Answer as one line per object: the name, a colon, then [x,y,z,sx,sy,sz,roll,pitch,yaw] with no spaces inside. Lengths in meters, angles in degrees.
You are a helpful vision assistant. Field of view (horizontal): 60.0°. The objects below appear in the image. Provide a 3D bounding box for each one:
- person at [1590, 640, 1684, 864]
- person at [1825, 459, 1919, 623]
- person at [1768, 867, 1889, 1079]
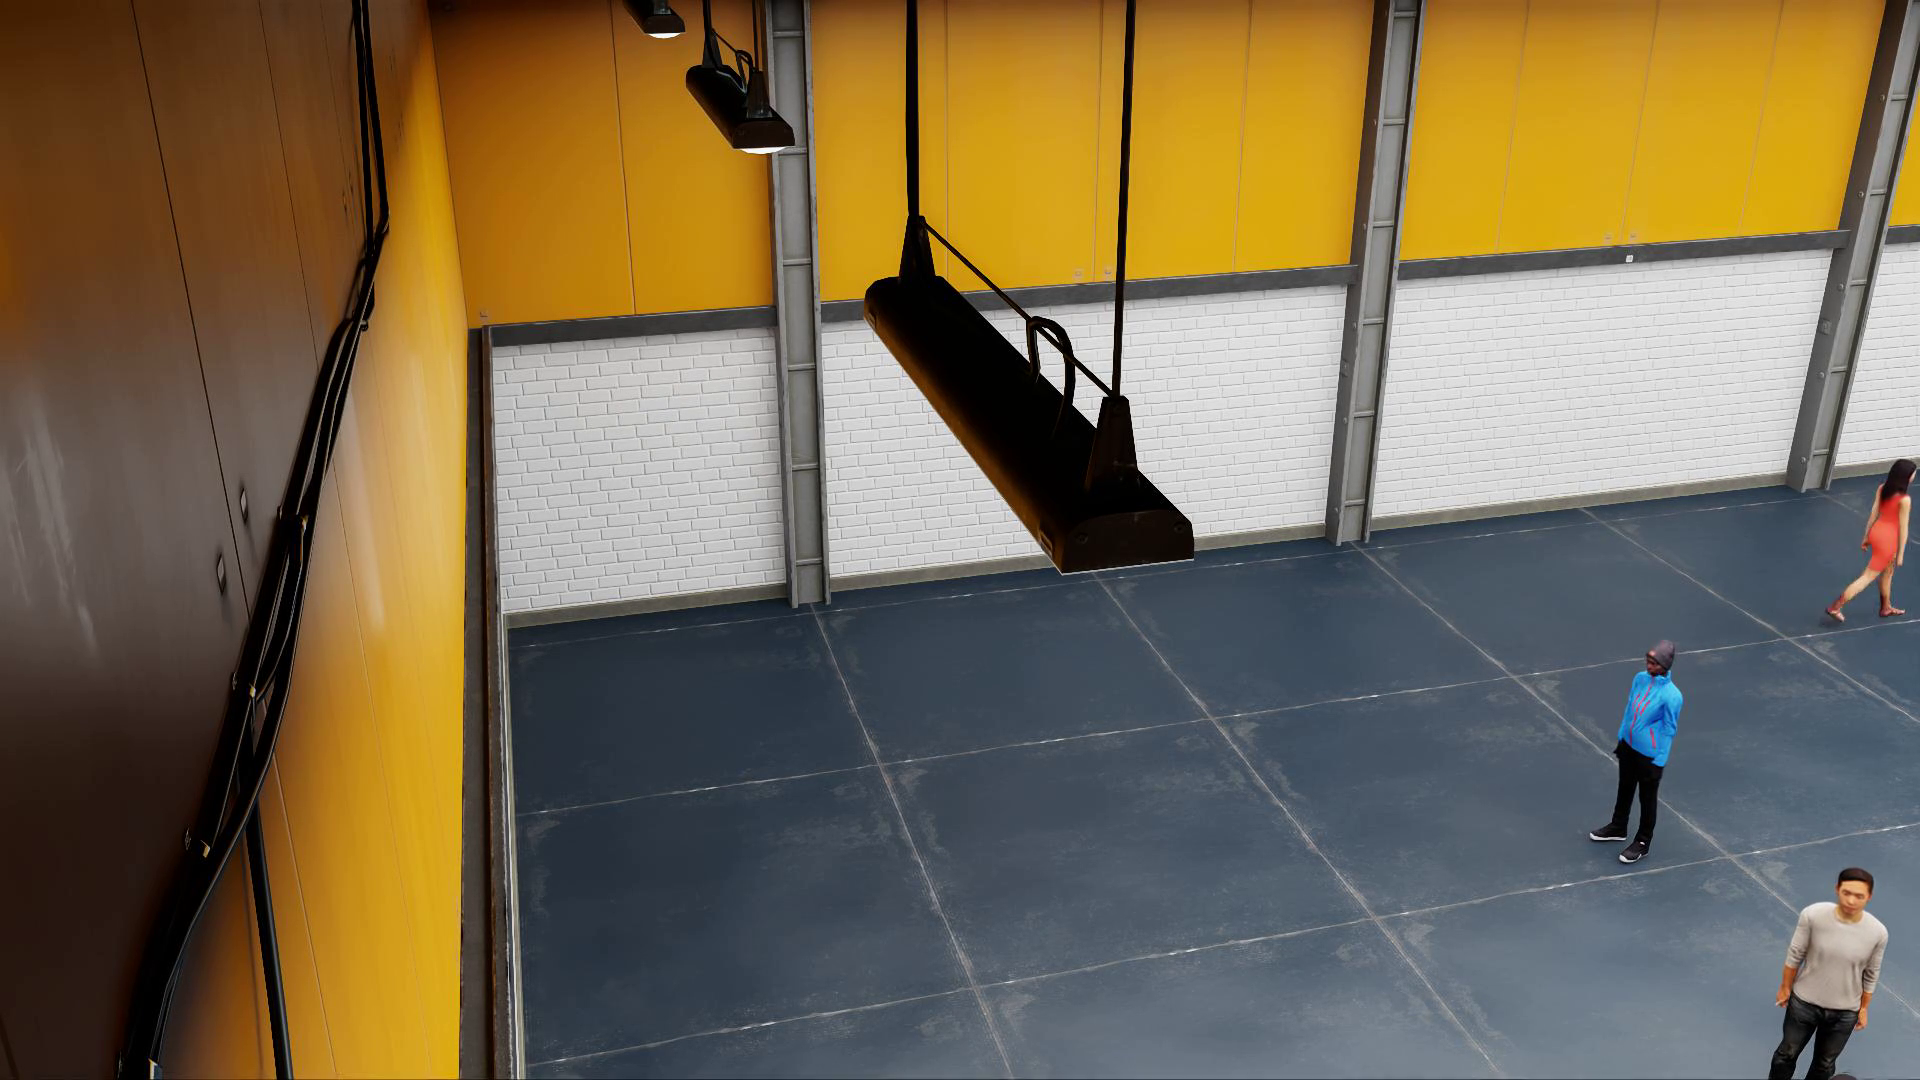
person: [5.146,1.555,12.475,0.574,1.801,0.631,-9,25,-20]
person: [8.838,0.056,16.054,1.151,1.682,0.697,-3,24,-6]
person: [5.115,2.701,9.842,0.698,1.812,0.789,10,25,21]
